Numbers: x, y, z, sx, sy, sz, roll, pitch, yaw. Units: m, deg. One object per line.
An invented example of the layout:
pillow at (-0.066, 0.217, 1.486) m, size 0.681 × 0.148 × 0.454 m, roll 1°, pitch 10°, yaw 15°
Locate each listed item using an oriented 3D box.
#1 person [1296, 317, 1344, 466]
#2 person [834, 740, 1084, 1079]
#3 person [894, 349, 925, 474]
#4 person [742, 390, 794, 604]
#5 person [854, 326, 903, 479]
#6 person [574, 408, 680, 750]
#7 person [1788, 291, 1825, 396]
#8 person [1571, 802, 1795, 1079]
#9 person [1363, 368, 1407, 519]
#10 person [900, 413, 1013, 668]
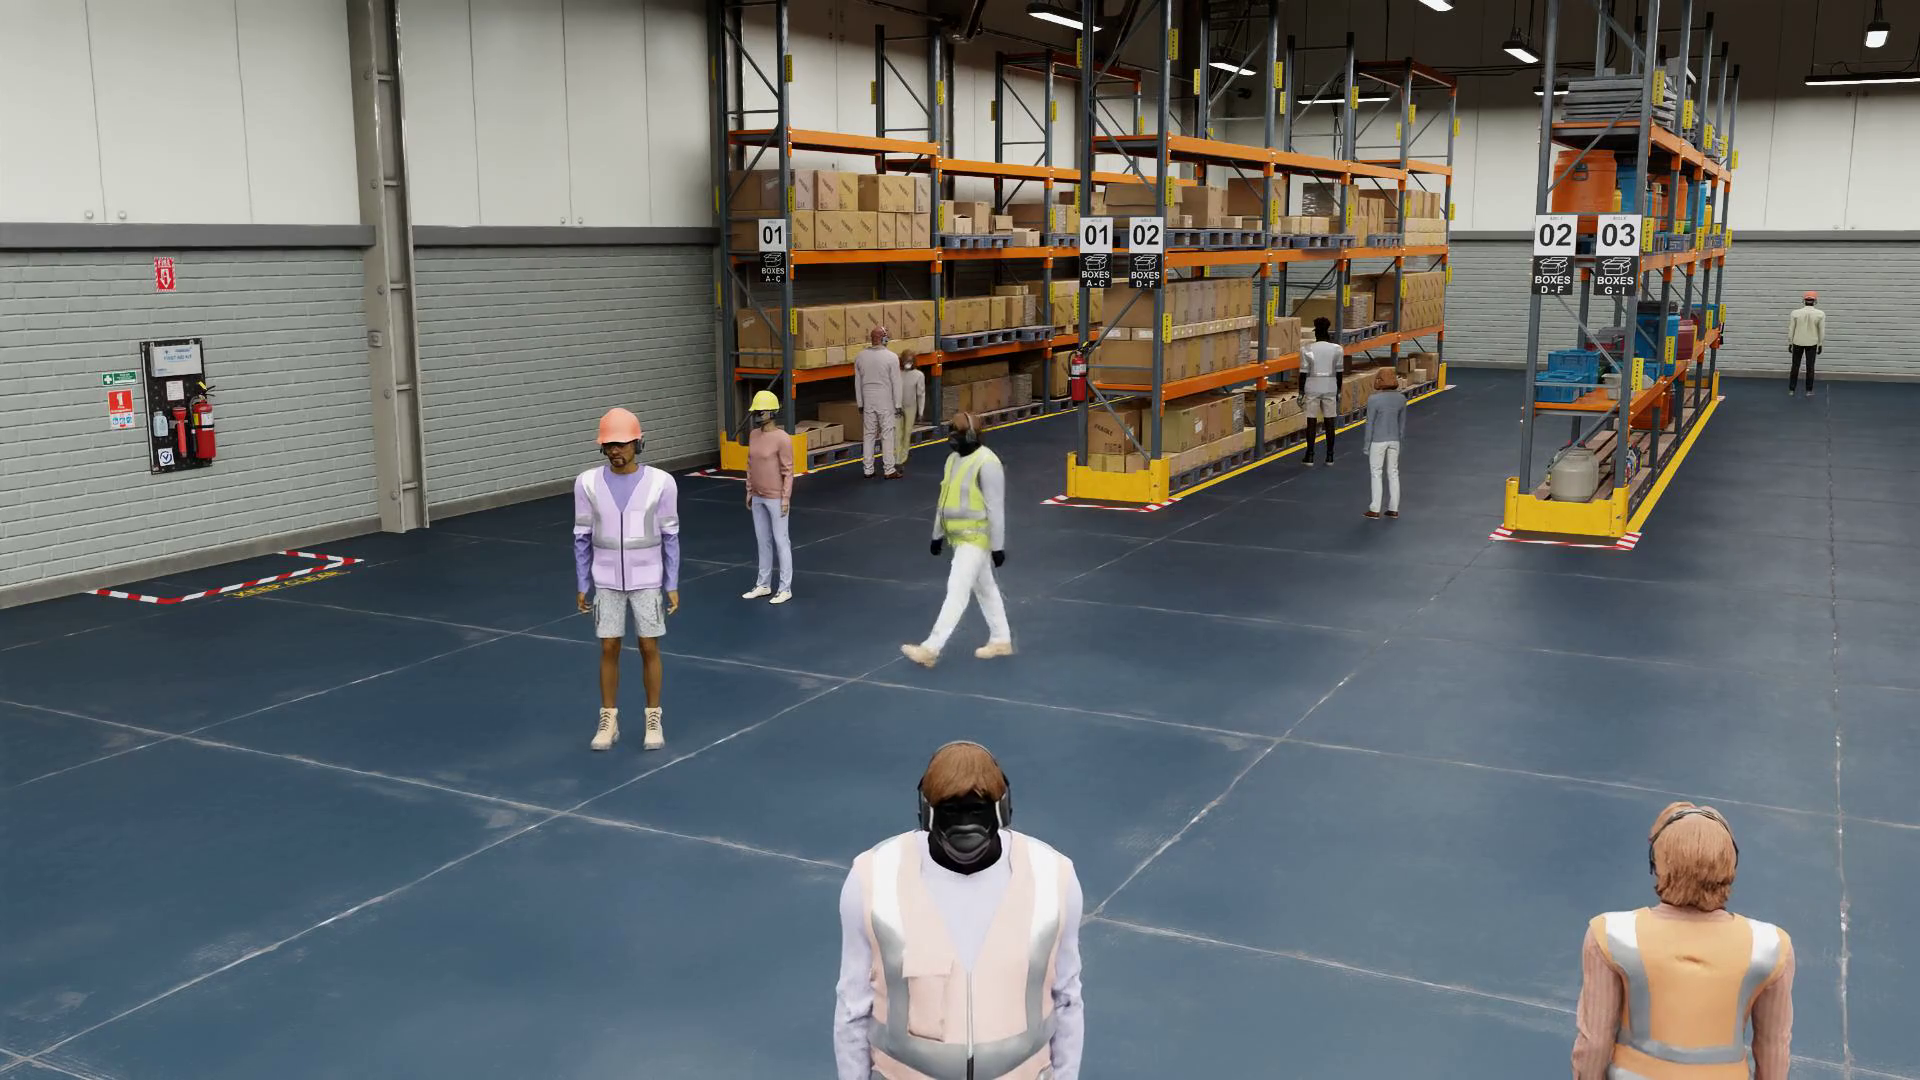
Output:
person at (4.753, -1.958, 21.965) m, size 0.603 × 1.967 × 0.366 m, roll 0°, pitch 10°, yaw -2°
person at (0.004, 1.384, 4.084) m, size 0.621 × 1.845 × 0.429 m, roll -1°, pitch 10°, yaw -6°
person at (-0.725, -1.648, 21.303) m, size 0.551 × 1.577 × 0.854 m, roll -2°, pitch 11°, yaw -9°
person at (-1.590, -0.355, 13.772) m, size 0.523 × 1.769 × 0.314 m, roll 9°, pitch 14°, yaw 42°
person at (-0.991, -1.709, 20.773) m, size 0.651 × 1.907 × 0.409 m, roll 5°, pitch 12°, yaw 27°
person at (-1.955, 0.239, 9.776) m, size 0.611 × 2.042 × 0.394 m, roll 0°, pitch 10°, yaw -1°
person at (16.065, -3.730, 31.583) m, size 0.613 × 1.986 × 0.401 m, roll 5°, pitch 12°, yaw 26°
person at (1.803, 1.464, 4.197) m, size 0.514 × 1.642 × 0.310 m, roll 2°, pitch 11°, yaw 11°
person at (4.565, -1.040, 17.896) m, size 0.493 × 1.624 × 0.280 m, roll -4°, pitch 11°, yaw -23°
person at (-0.012, -0.002, 11.770) m, size 0.959 × 1.789 × 0.657 m, roll -5°, pitch 11°, yaw -24°
